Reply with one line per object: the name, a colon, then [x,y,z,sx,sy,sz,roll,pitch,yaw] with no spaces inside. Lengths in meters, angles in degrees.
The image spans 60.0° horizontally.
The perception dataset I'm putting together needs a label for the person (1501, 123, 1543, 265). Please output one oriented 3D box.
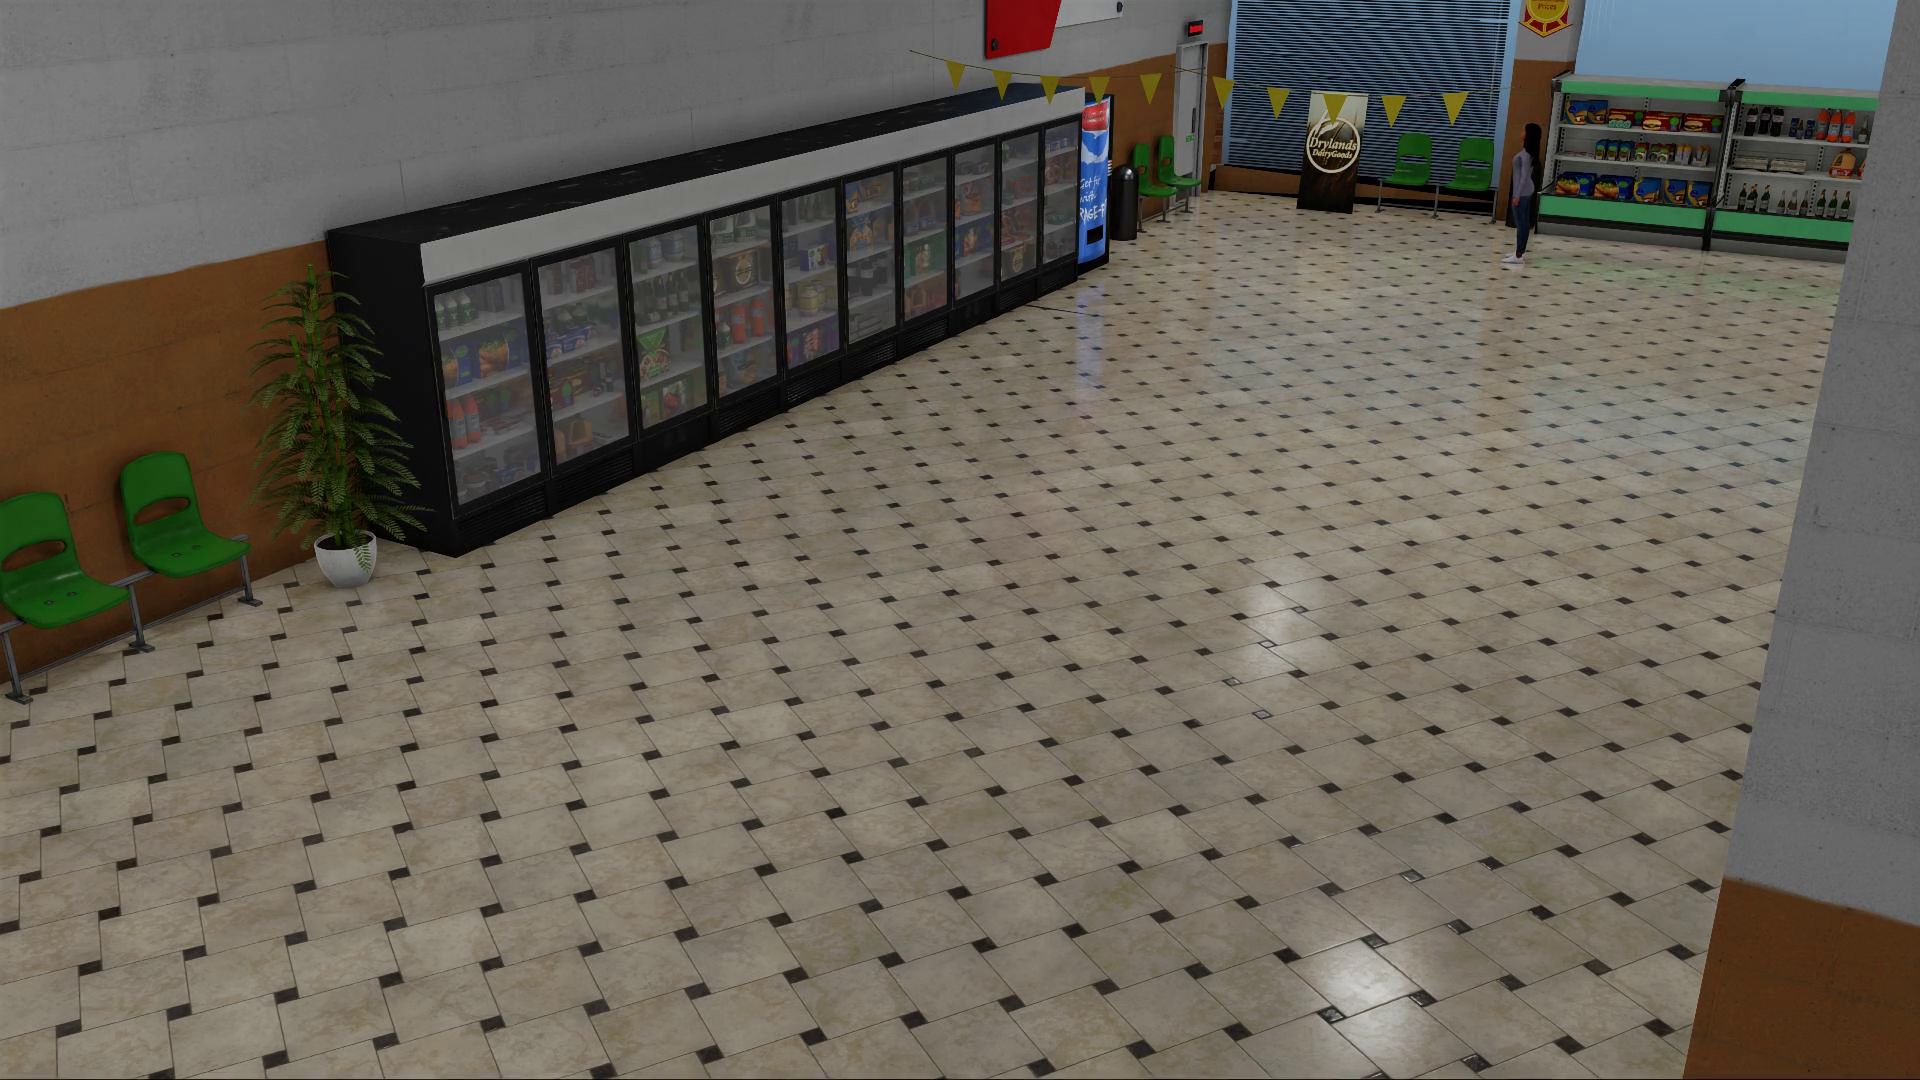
person: [7.115,-4.371,20.966,0.508,1.735,0.597,12,25,28]
